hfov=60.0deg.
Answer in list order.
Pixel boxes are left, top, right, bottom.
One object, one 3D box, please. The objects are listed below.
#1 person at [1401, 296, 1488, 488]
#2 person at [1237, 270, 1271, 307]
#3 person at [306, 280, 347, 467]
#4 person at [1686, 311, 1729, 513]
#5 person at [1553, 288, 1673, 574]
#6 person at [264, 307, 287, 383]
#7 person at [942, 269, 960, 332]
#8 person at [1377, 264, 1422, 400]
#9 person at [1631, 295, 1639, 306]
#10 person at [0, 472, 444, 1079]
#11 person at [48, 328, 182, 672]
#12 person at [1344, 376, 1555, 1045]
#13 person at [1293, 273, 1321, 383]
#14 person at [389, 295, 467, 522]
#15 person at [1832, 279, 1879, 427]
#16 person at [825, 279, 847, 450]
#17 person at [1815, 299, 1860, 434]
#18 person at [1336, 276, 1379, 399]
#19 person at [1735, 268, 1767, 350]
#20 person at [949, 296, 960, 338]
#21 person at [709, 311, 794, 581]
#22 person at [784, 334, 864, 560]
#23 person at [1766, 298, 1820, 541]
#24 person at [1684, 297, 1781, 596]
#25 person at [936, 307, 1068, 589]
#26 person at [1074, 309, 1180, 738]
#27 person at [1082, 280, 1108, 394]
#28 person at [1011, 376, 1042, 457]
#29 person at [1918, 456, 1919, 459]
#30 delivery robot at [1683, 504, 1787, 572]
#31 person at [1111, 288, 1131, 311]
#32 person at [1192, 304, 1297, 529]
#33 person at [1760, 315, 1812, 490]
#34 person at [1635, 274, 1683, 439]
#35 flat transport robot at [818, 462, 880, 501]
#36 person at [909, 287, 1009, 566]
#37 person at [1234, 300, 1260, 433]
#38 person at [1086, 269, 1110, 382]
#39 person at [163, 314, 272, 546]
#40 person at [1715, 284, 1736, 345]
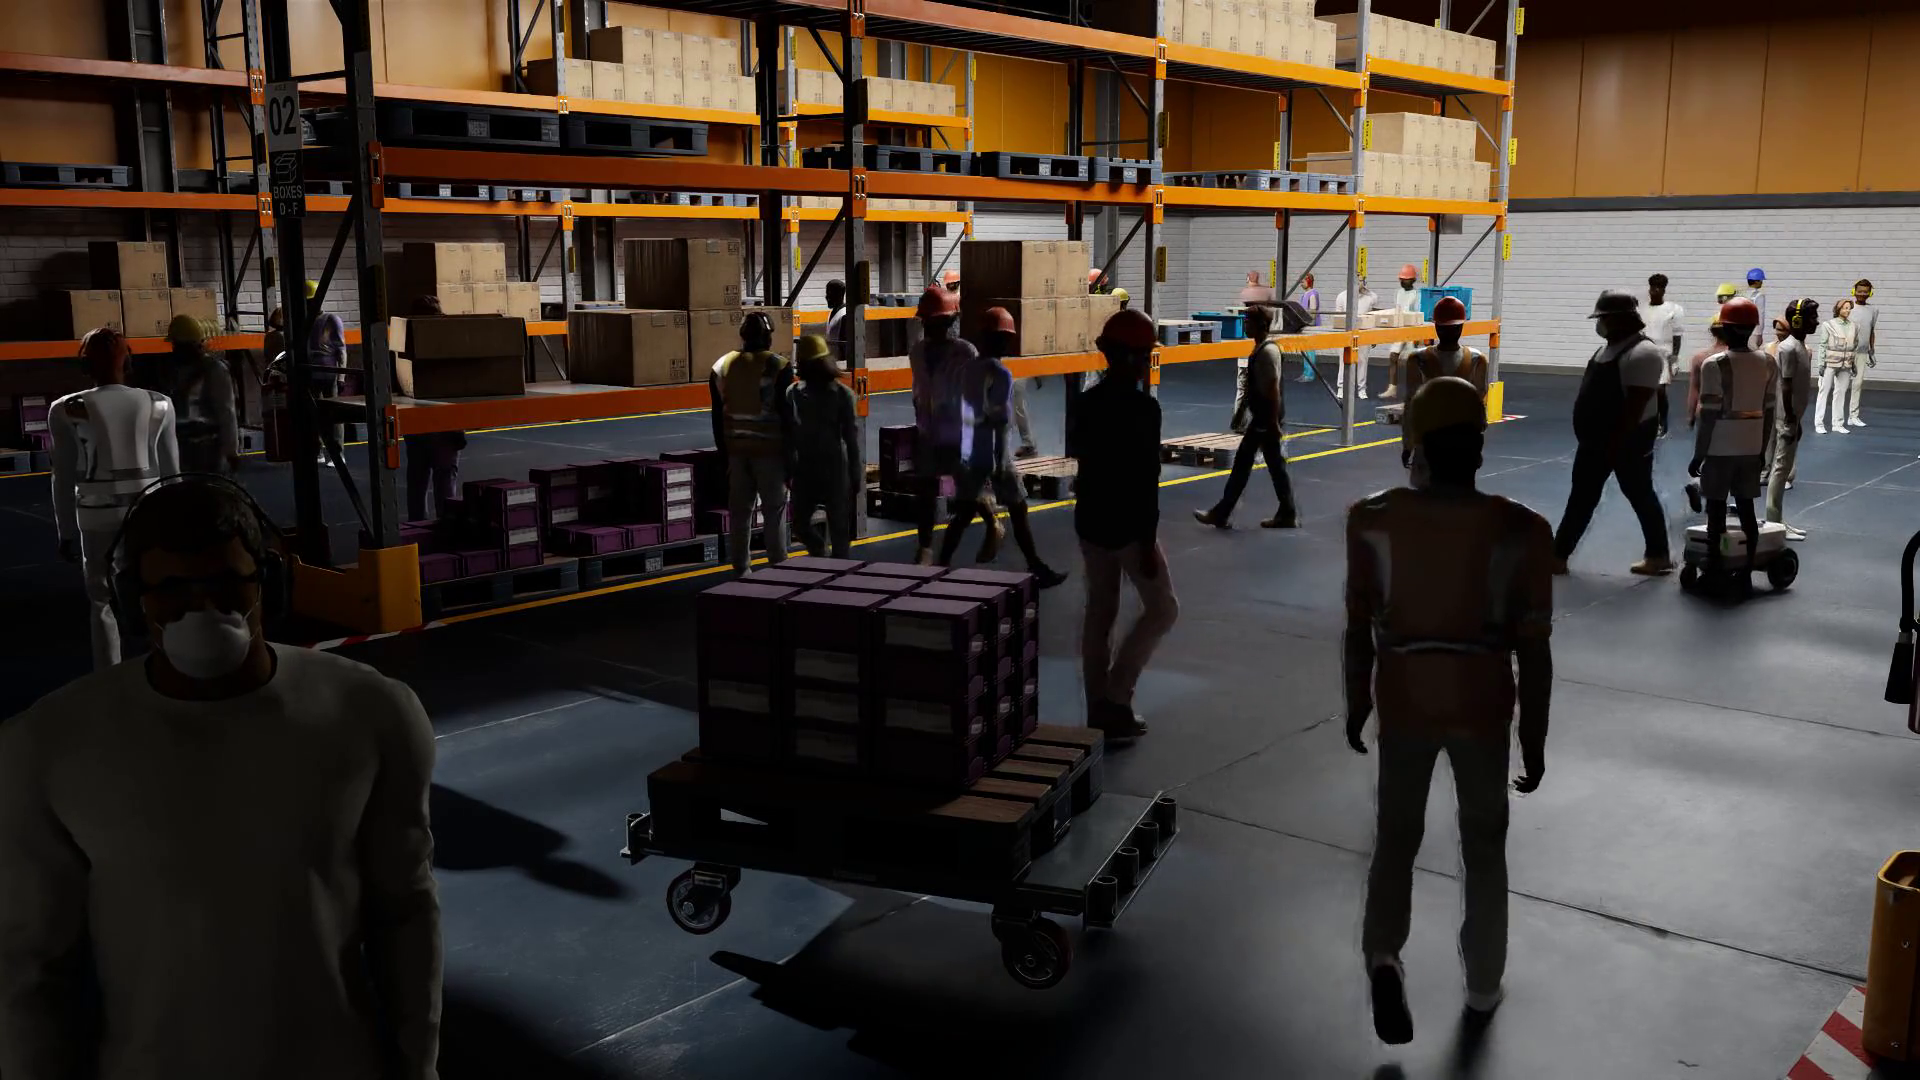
[{"bbox_3d":[3.255,-0.665,11.190,0.551,1.934,0.373,1,10,6],"label":"person"},{"bbox_3d":[4.825,-3.522,27.599,0.751,1.881,0.454,-7,12,-36],"label":"person"},{"bbox_3d":[-6.610,-1.703,17.135,0.589,1.922,0.384,3,10,17],"label":"person"},{"bbox_3d":[6.341,-1.065,13.996,0.665,1.746,0.519,-6,12,-31],"label":"person"},{"bbox_3d":[4.496,-0.763,11.454,1.023,2.000,0.683,-2,10,-14],"label":"person"},{"bbox_3d":[-7.275,-1.686,17.898,0.491,1.626,0.282,6,12,31],"label":"person"},{"bbox_3d":[-0.105,-3.031,24.656,0.353,1.939,0.544,-8,13,-37],"label":"person"},{"bbox_3d":[6.535,-3.042,24.502,0.852,2.005,0.627,-5,11,-28],"label":"person"},{"bbox_3d":[8.263,-2.196,20.603,0.375,1.681,0.553,-4,11,-19],"label":"person"},{"bbox_3d":[-1.083,0.858,2.515,0.632,1.939,0.368,-6,12,-30],"label":"person"},{"bbox_3d":[-4.056,-0.081,8.045,0.580,1.878,0.343,-9,13,-41],"label":"person"},{"bbox_3d":[1.360,0.494,4.720,0.602,1.893,0.710,4,11,22],"label":"person"},{"bbox_3d":[5.862,-3.560,27.951,0.390,1.839,0.564,0,10,1],"label":"person"},{"bbox_3d":[-3.904,-0.851,12.340,0.641,1.908,0.407,5,11,27],"label":"person"},{"bbox_3d":[11.351,-2.360,21.057,0.521,1.864,0.335,0,10,0],"label":"person"},{"bbox_3d":[-1.325,-1.963,18.676,0.392,1.911,0.582,-3,10,-16],"label":"person"},{"bbox_3d":[10.686,-2.113,20.268,0.513,1.645,0.307,-1,10,-7],"label":"person"},{"bbox_3d":[5.932,-3.056,24.890,0.643,1.910,0.399,2,10,9],"label":"person"},{"bbox_3d":[12.014,-3.152,25.318,0.404,1.948,0.605,-2,10,-12],"label":"person"},{"bbox_3d":[-0.020,-2.381,21.826,0.284,1.633,0.497,-2,10,-12],"label":"person"},{"bbox_3d":[-1.322,-0.573,10.938,0.623,1.845,0.430,5,11,24],"label":"person"},{"bbox_3d":[-0.867,-0.434,10.477,0.559,1.718,0.393,4,11,19],"label":"person"},{"bbox_3d":[6.470,-0.935,12.920,0.328,1.872,0.514,6,11,29],"label":"person"},{"bbox_3d":[5.000,-0.599,10.812,0.543,1.939,0.360,-2,10,-12],"label":"person"},{"bbox_3d":[0.204,-0.573,10.859,0.979,1.880,0.578,-7,12,-35],"label":"person"},{"bbox_3d":[0.744,-0.054,7.575,0.436,1.979,0.648,-6,11,-30],"label":"person"},{"bbox_3d":[1.666,-2.276,20.559,0.309,1.868,0.534,-3,10,-14],"label":"person"},{"bbox_3d":[0.514,-1.786,17.716,0.656,1.880,1.033,8,13,38],"label":"person"},{"bbox_3d":[10.562,-1.784,17.666,0.639,1.903,0.409,6,11,29],"label":"person"},{"bbox_3d":[5.146,0.005,11.041,0.707,0.478,0.477,-6,12,-32],"label":"delivery robot"},{"bbox_3d":[1.994,-2.248,20.713,0.339,1.760,0.527,-4,11,-23],"label":"person"},{"bbox_3d":[2.312,-0.979,13.355,0.926,1.801,0.514,1,10,7],"label":"person"},{"bbox_3d":[7.692,-1.287,15.582,0.310,1.639,0.514,-6,11,-30],"label":"person"},{"bbox_3d":[8.198,-2.161,19.681,0.642,1.949,0.412,10,14,44],"label":"person"},{"bbox_3d":[-1.181,-0.535,15.189,0.652,0.197,1.431,8,13,39],"label":"flat transport robot"},{"bbox_3d":[-0.030,-0.752,11.538,0.620,2.008,0.978,8,12,37],"label":"person"},{"bbox_3d":[3.532,-2.081,20.118,0.312,1.634,0.513,-6,11,-29],"label":"person"},{"bbox_3d":[1.749,-2.466,21.297,0.398,1.985,0.622,-8,12,-37],"label":"person"},{"bbox_3d":[-5.232,-0.674,11.603,0.619,1.810,0.547,8,13,39],"label":"person"},{"bbox_3d":[10.795,-2.772,23.713,0.738,1.736,0.553,-1,10,-3],"label":"person"}]
